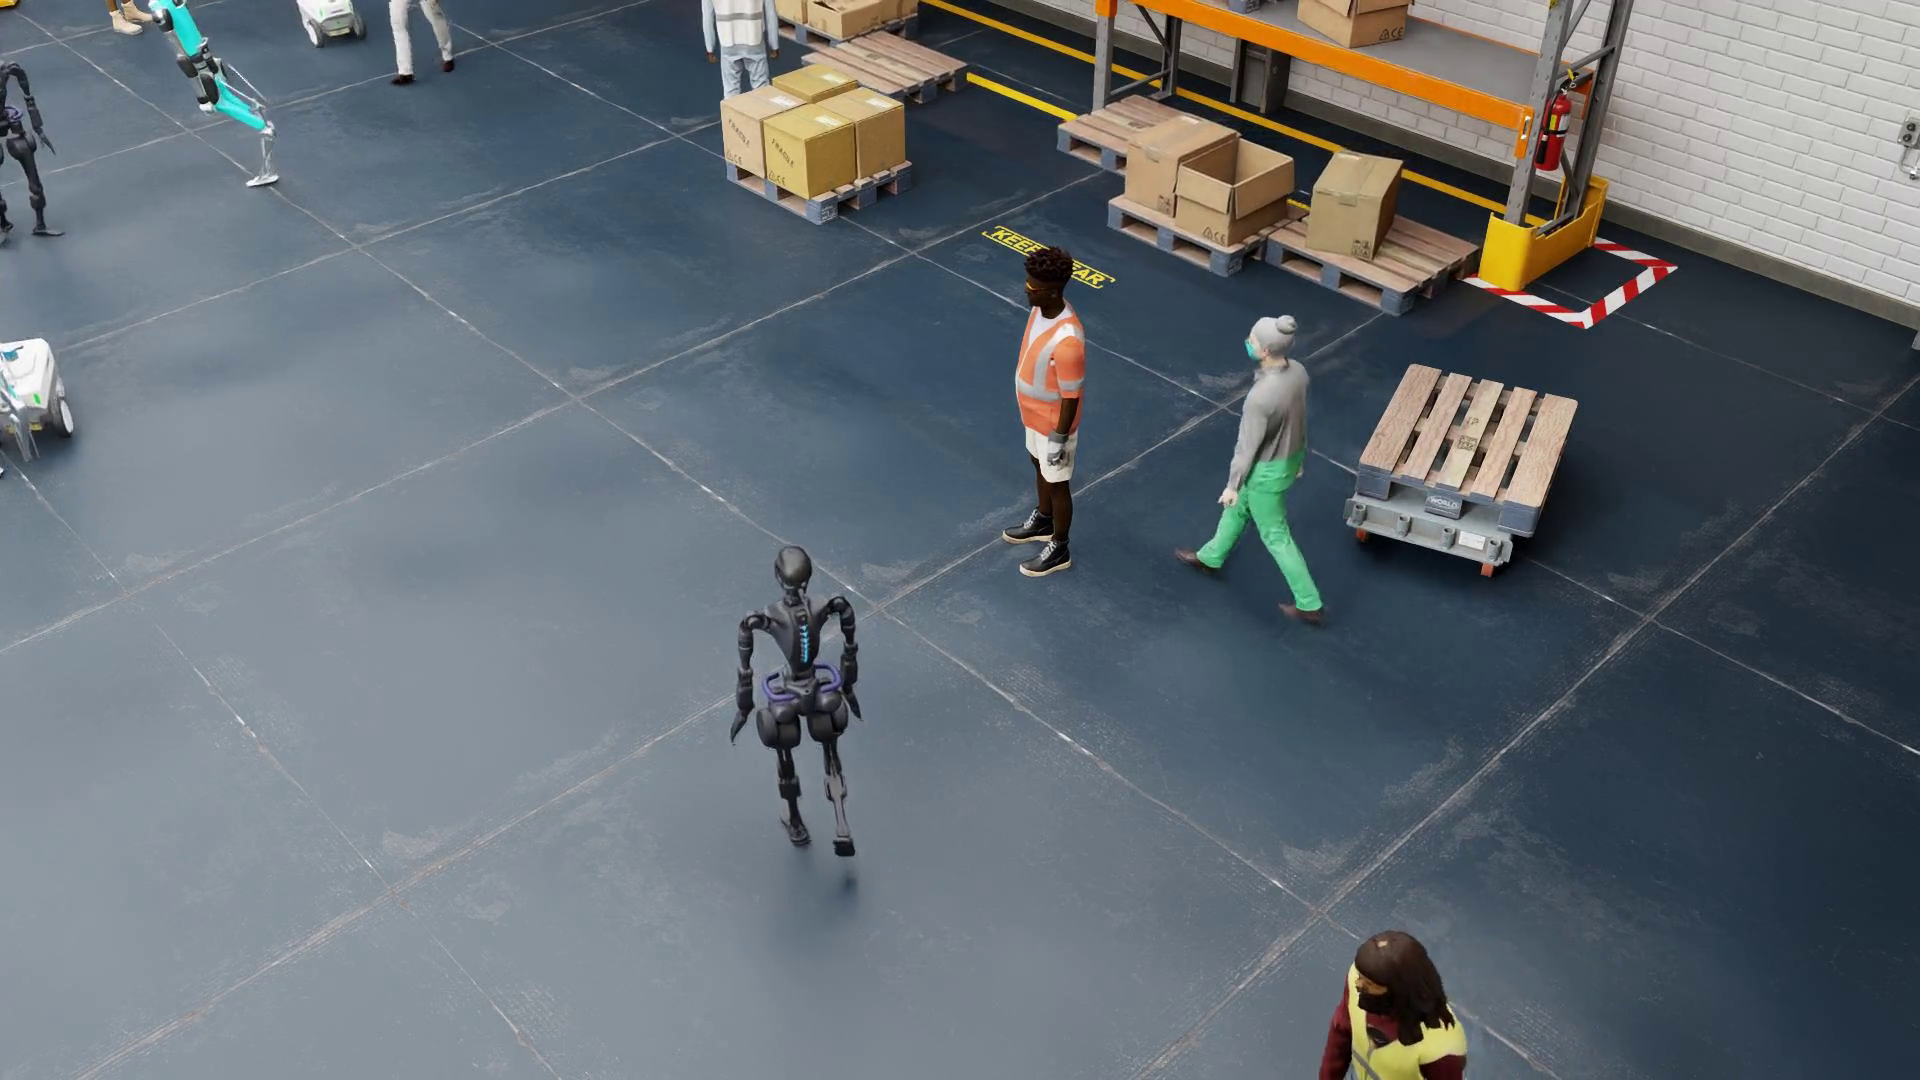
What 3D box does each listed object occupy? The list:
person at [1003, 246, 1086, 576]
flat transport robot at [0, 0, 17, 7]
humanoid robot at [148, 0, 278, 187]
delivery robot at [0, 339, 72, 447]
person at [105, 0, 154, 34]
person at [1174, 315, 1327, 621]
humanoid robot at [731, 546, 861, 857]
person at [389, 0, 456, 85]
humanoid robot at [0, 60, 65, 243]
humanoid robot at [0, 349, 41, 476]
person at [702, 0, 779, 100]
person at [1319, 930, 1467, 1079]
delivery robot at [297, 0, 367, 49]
[{"bbox_3d":[0.473,-0.694,9.049,0.367,1.961,0.606,-9,38,-11],"label":"person"},{"bbox_3d":[-10.331,-5.543,16.872,1.431,0.231,0.659,-10,38,-12],"label":"flat transport robot"},{"bbox_3d":[-5.724,-3.542,13.048,0.818,1.806,0.534,-5,37,-7],"label":"humanoid robot"},{"bbox_3d":[-5.958,-0.957,10.558,0.499,0.589,0.784,-12,39,-15],"label":"delivery robot"},{"bbox_3d":[-8.160,-5.894,15.875,0.386,2.034,0.604,4,37,5],"label":"person"},{"bbox_3d":[1.635,-0.398,8.796,0.958,1.798,0.533,22,42,26],"label":"person"},{"bbox_3d":[-0.697,0.776,7.339,0.601,1.647,0.514,-13,39,-16],"label":"humanoid robot"},{"bbox_3d":[-4.958,-4.969,14.885,0.648,1.733,0.888,11,38,14],"label":"person"},{"bbox_3d":[-7.121,-3.001,12.345,0.612,1.646,0.462,-29,46,-33],"label":"humanoid robot"},{"bbox_3d":[-5.896,-1.127,9.879,0.736,1.862,0.530,23,43,27],"label":"humanoid robot"},{"bbox_3d":[-1.776,-4.050,13.538,0.603,1.910,0.389,-4,37,-5],"label":"person"},{"bbox_3d":[1.454,1.946,5.746,0.902,1.723,0.495,-16,40,-20],"label":"person"},{"bbox_3d":[-6.123,-5.120,16.072,0.499,0.592,0.795,-24,43,-28],"label":"delivery robot"}]
